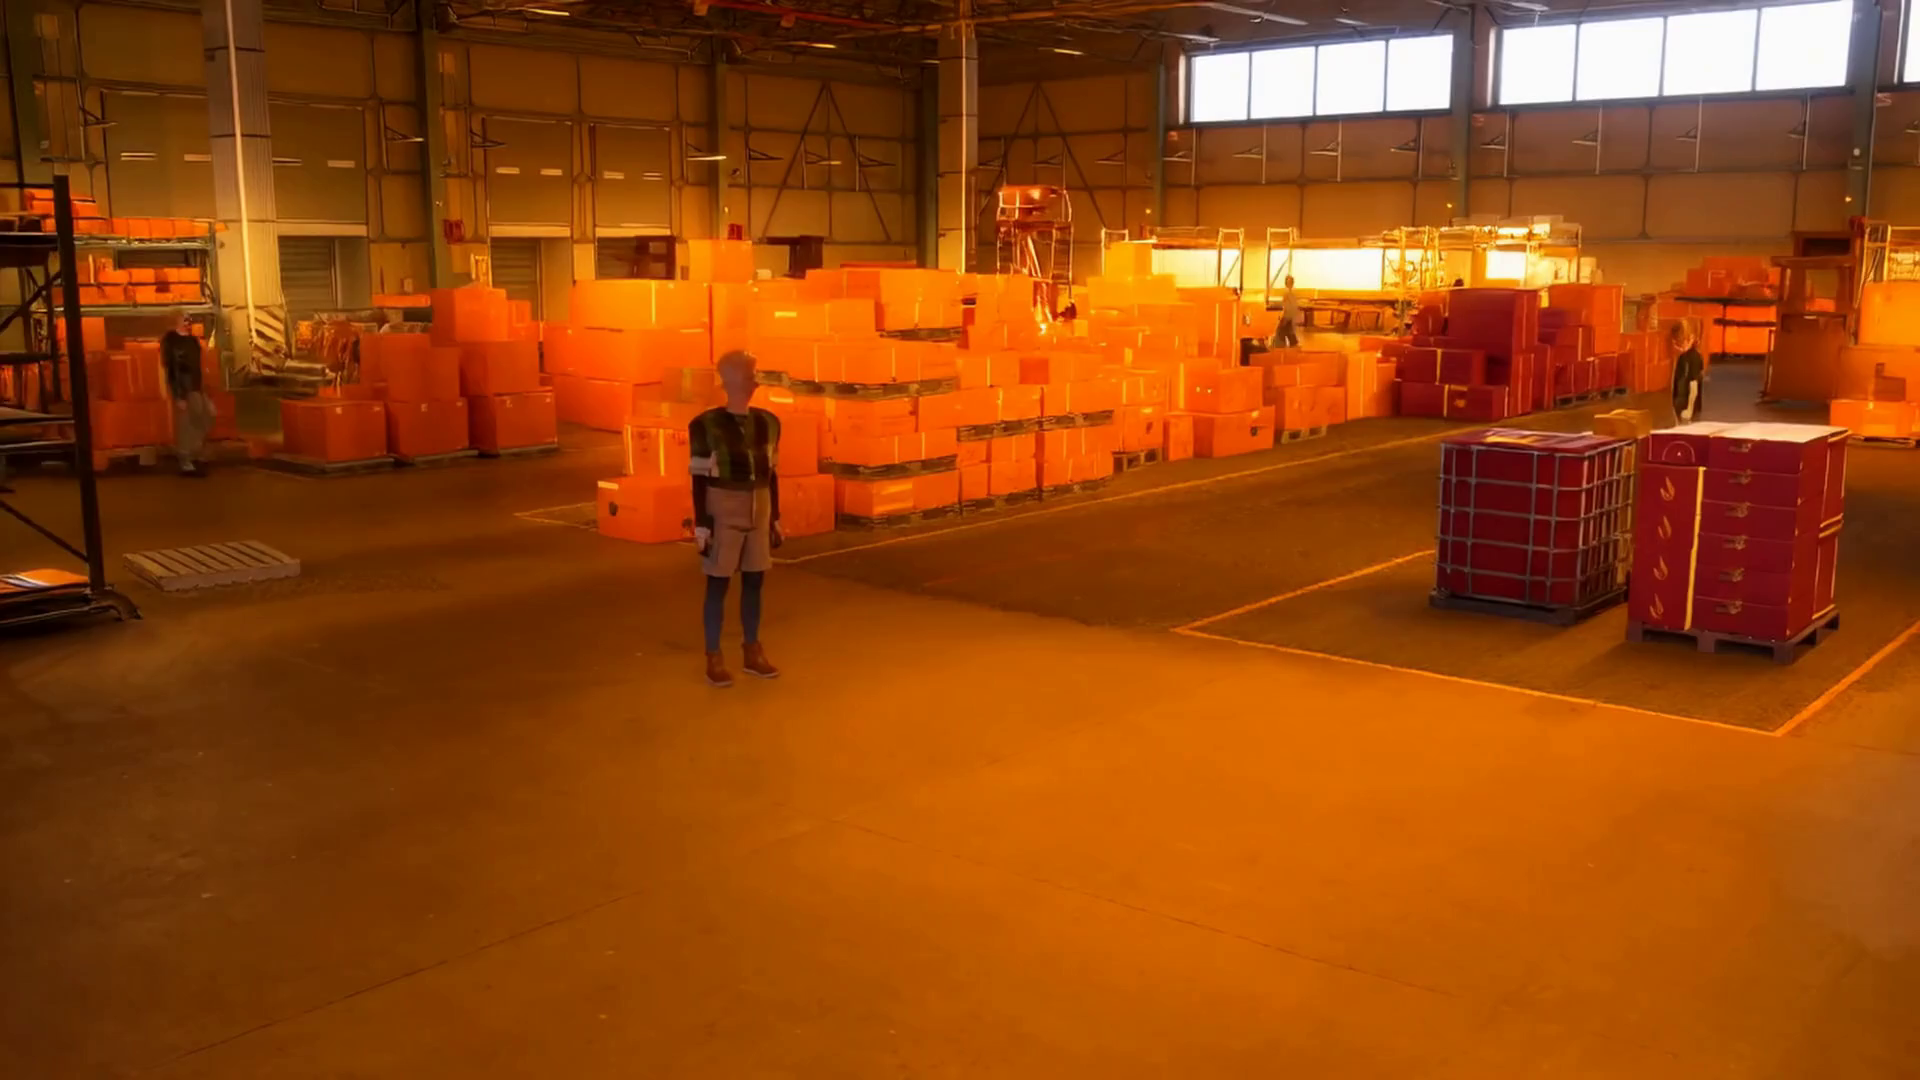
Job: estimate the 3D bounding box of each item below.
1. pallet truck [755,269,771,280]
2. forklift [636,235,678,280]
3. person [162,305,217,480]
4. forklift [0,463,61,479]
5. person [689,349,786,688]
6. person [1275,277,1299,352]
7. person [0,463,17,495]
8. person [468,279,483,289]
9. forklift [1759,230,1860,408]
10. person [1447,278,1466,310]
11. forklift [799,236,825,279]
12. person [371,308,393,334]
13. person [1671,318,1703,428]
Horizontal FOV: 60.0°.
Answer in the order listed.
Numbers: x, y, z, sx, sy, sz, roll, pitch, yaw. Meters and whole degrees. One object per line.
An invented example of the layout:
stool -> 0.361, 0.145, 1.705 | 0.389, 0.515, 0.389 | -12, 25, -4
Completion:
pallet truck -> -4.996, -6.432, 45.525 | 1.885, 1.965, 0.823 | -6, 12, -32
forklift -> -6.681, -5.358, 36.900 | 1.873, 2.768, 1.129 | 8, 13, 40
person -> -8.458, -1.608, 18.264 | 0.442, 1.920, 0.639 | 1, 10, 3
forklift -> -11.001, -2.026, 17.926 | 1.873, 2.768, 1.129 | -9, 13, -41
person -> -1.291, -0.131, 9.740 | 0.607, 1.966, 0.373 | -8, 13, -38
person -> 6.982, -4.712, 36.008 | 0.867, 1.909, 0.634 | 1, 10, 3
person -> -10.207, -1.386, 17.109 | 0.785, 1.897, 0.597 | 2, 10, 13
person -> -9.786, -4.341, 33.884 | 0.892, 1.904, 0.558 | 2, 10, 13
forklift -> 13.881, -3.598, 26.877 | 1.129, 2.768, 1.873 | 8, 13, 39
person -> 10.214, -4.399, 34.118 | 0.545, 1.939, 0.354 | -2, 10, -12
forklift -> -3.518, -5.871, 39.816 | 1.873, 2.768, 1.129 | 2, 10, 14
person -> -8.864, -2.745, 25.557 | 0.542, 1.624, 0.374 | 9, 14, 42
person -> 7.095, -1.237, 16.326 | 0.312, 1.864, 0.532 | 3, 10, 15
